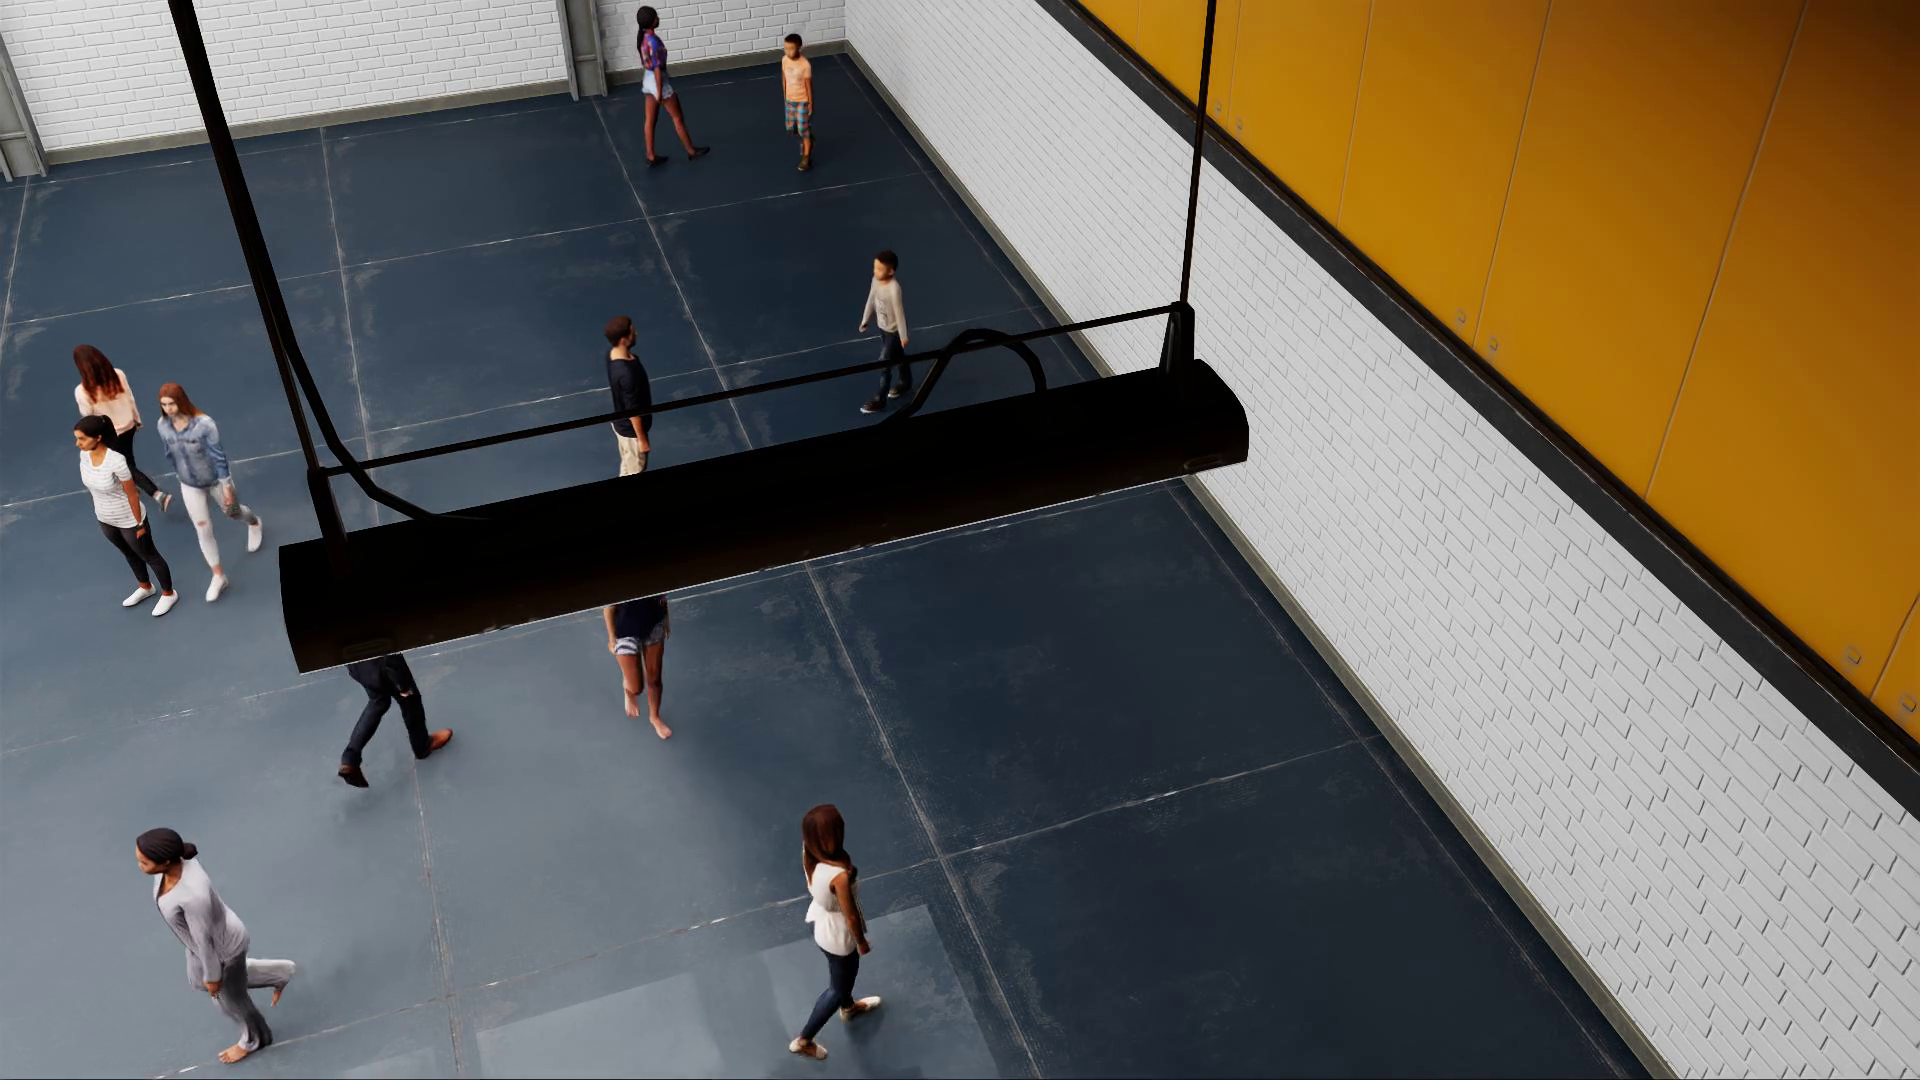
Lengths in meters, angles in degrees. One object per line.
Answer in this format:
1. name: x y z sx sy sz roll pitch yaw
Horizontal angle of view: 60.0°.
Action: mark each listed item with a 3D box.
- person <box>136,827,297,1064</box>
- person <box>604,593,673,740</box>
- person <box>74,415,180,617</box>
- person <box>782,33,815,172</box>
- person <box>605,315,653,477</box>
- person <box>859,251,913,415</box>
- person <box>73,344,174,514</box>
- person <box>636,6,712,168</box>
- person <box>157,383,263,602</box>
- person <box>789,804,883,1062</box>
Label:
1. person: -3.897 2.084 8.868 0.914 1.719 0.825 -31 48 -33
2. person: -2.122 0.541 10.773 0.685 1.754 0.748 -25 45 -28
3. person: -5.926 -0.187 11.769 0.653 1.647 0.715 16 41 19
4. person: -1.657 -4.656 17.525 0.764 1.447 0.824 15 41 18
5. person: -2.466 -0.849 12.435 0.559 1.851 0.645 -15 41 -18
6. person: -0.513 -1.795 13.947 0.814 1.443 0.608 -18 42 -21
7. person: -6.413 -0.830 12.725 0.993 1.460 0.966 19 42 22
8. person: -3.240 -4.709 17.372 0.984 1.722 0.728 -22 43 -25
9. person: -5.434 -0.459 12.086 1.103 1.676 0.908 -1 39 -2
10. person: -0.713 2.075 8.813 0.861 1.802 0.641 -18 42 -21
